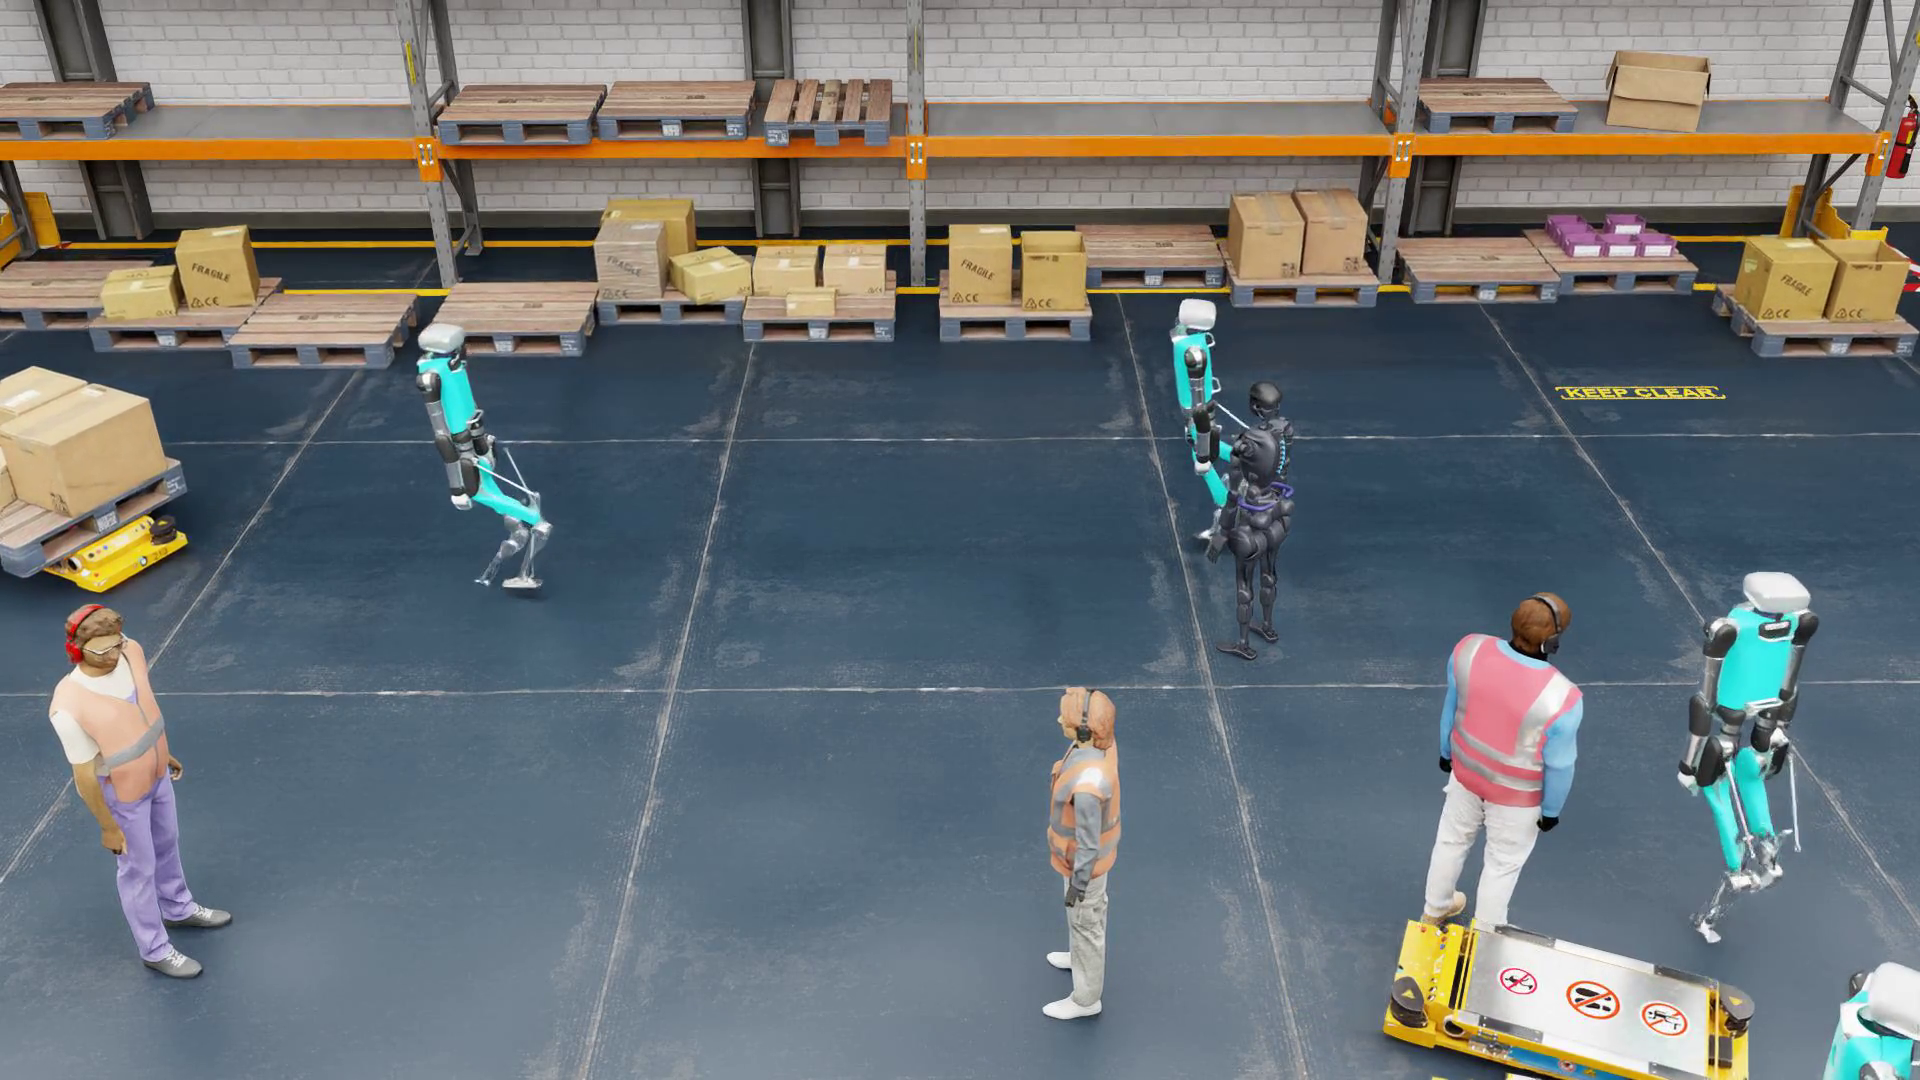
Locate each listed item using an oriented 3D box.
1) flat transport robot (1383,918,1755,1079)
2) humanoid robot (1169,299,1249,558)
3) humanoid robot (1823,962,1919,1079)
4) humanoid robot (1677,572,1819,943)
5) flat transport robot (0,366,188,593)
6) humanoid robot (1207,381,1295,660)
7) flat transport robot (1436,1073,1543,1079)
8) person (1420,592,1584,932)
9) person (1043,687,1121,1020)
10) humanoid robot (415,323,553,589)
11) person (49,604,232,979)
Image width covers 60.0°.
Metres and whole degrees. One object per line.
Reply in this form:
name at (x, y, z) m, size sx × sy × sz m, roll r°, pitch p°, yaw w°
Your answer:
flat transport robot at (2.580, 2.013, 7.060) m, size 1.431 × 0.231 × 0.659 m, roll 12°, pitch 33°, yaw 19°
humanoid robot at (1.608, -0.568, 10.035) m, size 0.787 × 1.883 × 0.576 m, roll -1°, pitch 31°, yaw -2°
humanoid robot at (3.043, 2.122, 5.413) m, size 0.674 × 1.754 × 0.538 m, roll 11°, pitch 33°, yaw 18°
humanoid robot at (3.479, 1.052, 7.258) m, size 0.555 × 1.798 × 0.714 m, roll -9°, pitch 32°, yaw -15°
flat transport robot at (-5.664, -0.059, 10.508) m, size 1.431 × 0.231 × 0.659 m, roll 15°, pitch 34°, yaw 23°
humanoid robot at (1.636, -0.114, 9.221) m, size 0.599 × 1.655 × 0.315 m, roll -27°, pitch 40°, yaw -37°
flat transport robot at (2.538, 2.448, 6.336) m, size 1.431 × 0.231 × 0.659 m, roll 8°, pitch 32°, yaw 14°
person at (2.352, 1.021, 7.199) m, size 0.432 × 1.836 × 0.628 m, roll -23°, pitch 38°, yaw -33°
person at (0.512, 1.299, 6.914) m, size 0.305 × 1.639 × 0.523 m, roll 4°, pitch 31°, yaw 6°
humanoid robot at (-2.661, -0.391, 9.669) m, size 0.802 × 1.802 × 0.544 m, roll 2°, pitch 31°, yaw 3°
person at (-3.549, 1.059, 7.124) m, size 0.383 × 1.836 × 0.568 m, roll 2°, pitch 31°, yaw 3°
